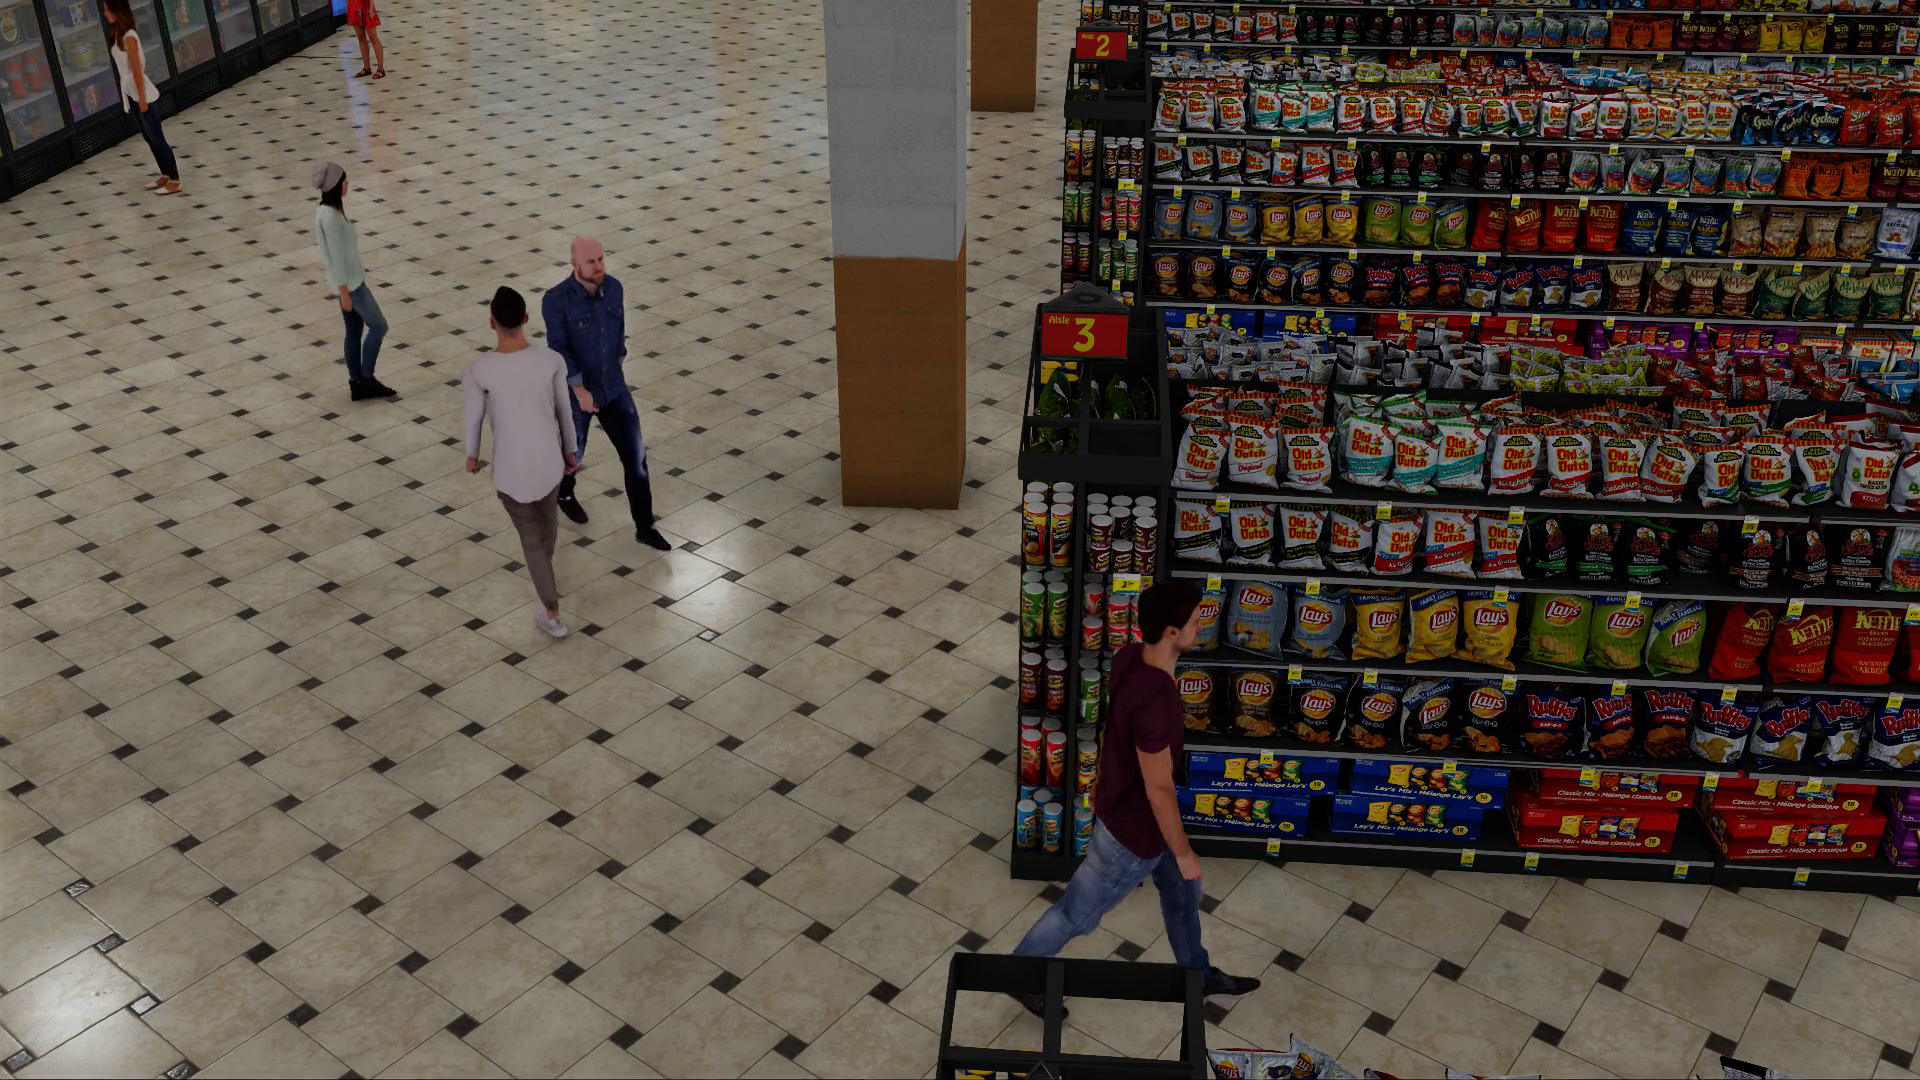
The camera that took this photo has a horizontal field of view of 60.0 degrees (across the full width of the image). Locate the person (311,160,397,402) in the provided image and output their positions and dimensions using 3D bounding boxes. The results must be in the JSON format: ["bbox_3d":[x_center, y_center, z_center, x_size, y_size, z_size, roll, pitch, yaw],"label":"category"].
[{"bbox_3d":[-4.115,-1.688,10.980,0.712,1.644,0.696,-11,31,-20],"label":"person"}]

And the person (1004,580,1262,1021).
[{"bbox_3d":[0.530,0.994,5.910,1.192,1.797,0.698,2,29,5],"label":"person"}]

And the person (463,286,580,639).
[{"bbox_3d":[-2.153,-0.346,8.364,1.142,1.797,1.129,-17,33,-28],"label":"person"}]

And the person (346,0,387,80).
[{"bbox_3d":[-6.916,-6.174,19.250,0.581,1.593,0.697,12,31,21],"label":"person"}]

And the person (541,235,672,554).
[{"bbox_3d":[-2.098,-0.811,9.231,1.160,1.782,1.233,-24,37,-37],"label":"person"}]

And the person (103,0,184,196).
[{"bbox_3d":[-7.452,-4.058,15.182,0.717,1.777,0.661,-22,36,-35],"label":"person"}]
